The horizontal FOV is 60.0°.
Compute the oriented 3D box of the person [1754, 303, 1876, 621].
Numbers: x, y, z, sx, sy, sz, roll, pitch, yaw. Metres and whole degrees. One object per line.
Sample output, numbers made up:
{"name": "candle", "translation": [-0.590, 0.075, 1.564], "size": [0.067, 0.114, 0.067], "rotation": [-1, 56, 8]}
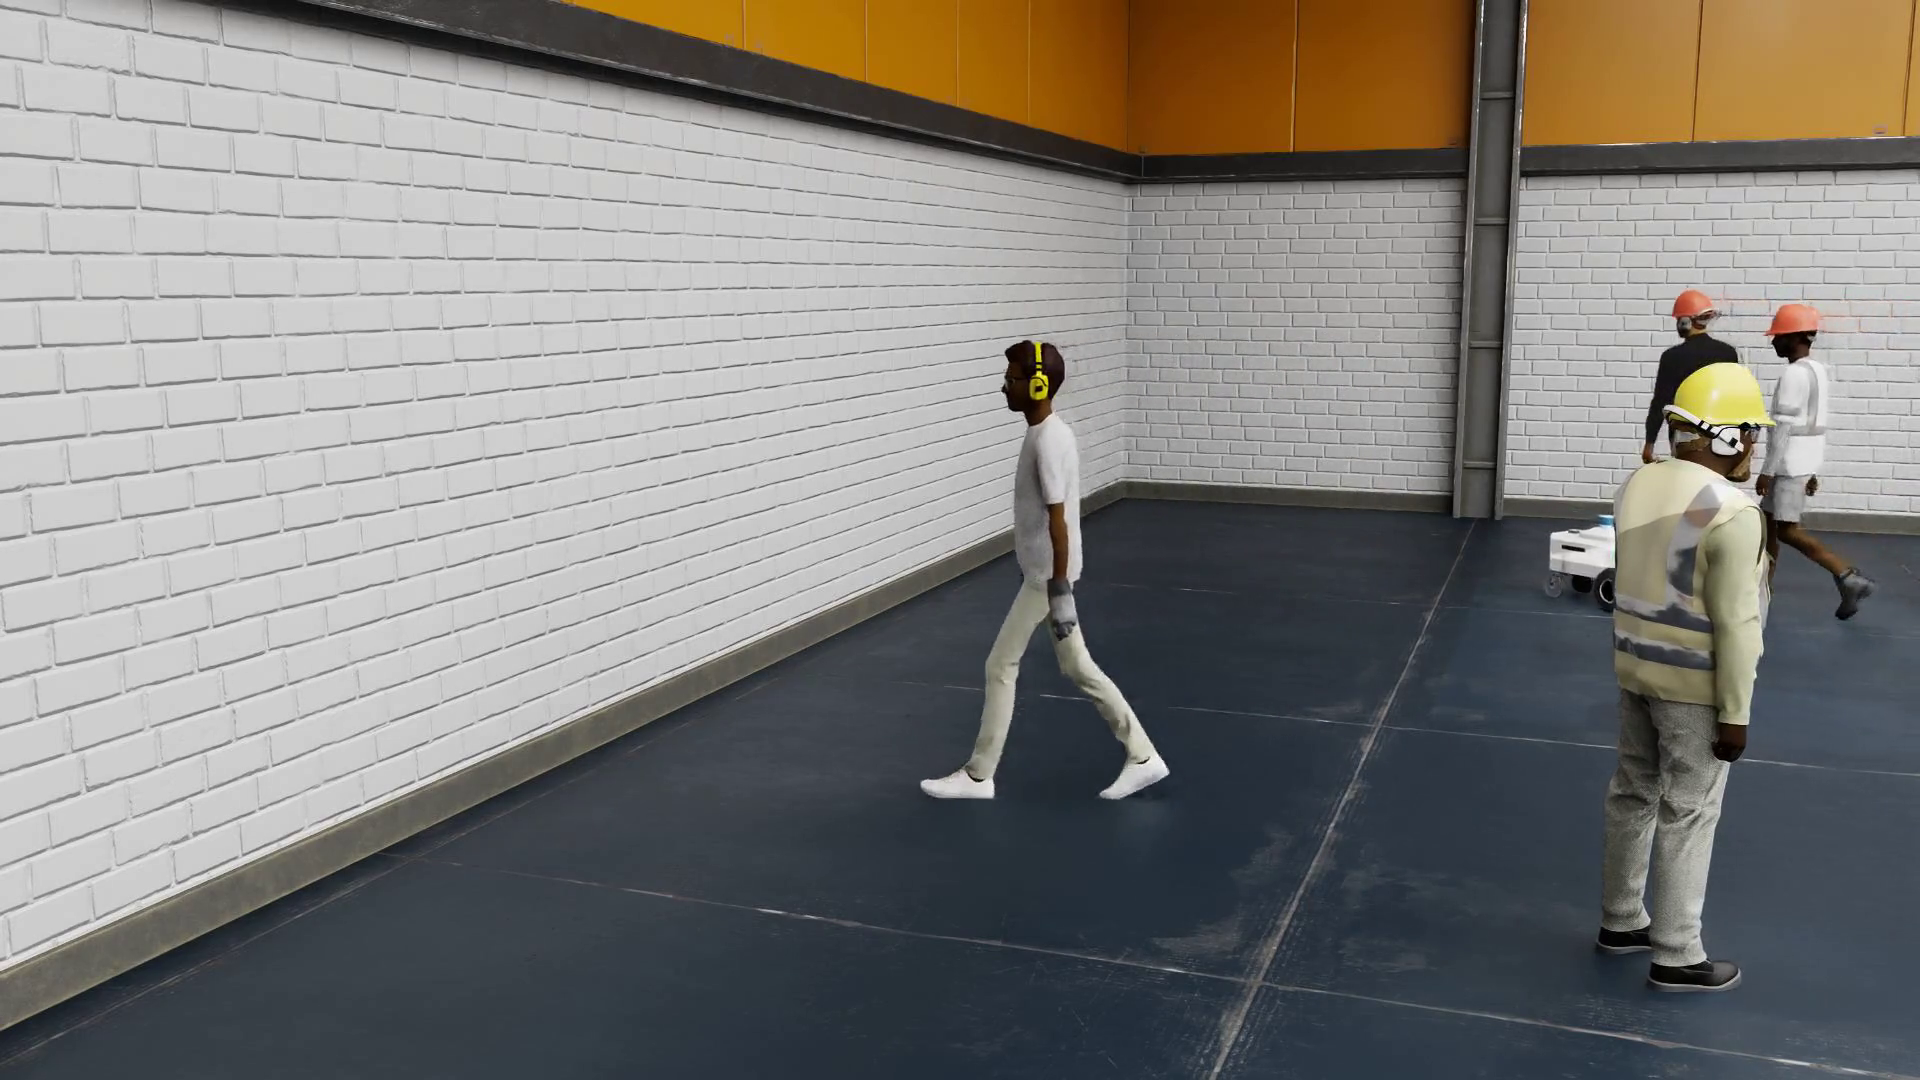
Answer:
{"name": "person", "translation": [5.061, -0.456, 9.956], "size": [0.810, 1.910, 0.542], "rotation": [6, 11, 35]}

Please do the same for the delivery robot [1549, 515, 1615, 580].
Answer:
{"name": "delivery robot", "translation": [4.073, 0.087, 10.469], "size": [0.477, 0.478, 0.707], "rotation": [-5, 10, -30]}

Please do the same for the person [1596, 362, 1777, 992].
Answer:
{"name": "person", "translation": [2.119, 0.399, 4.846], "size": [0.403, 1.825, 0.592], "rotation": [-2, 9, -11]}

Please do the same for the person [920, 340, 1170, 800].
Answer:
{"name": "person", "translation": [0.370, 0.134, 6.485], "size": [0.967, 1.832, 0.545], "rotation": [1, 9, 7]}

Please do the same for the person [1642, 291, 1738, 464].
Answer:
{"name": "person", "translation": [4.941, -0.714, 11.409], "size": [0.632, 1.956, 0.860], "rotation": [-4, 10, -21]}
